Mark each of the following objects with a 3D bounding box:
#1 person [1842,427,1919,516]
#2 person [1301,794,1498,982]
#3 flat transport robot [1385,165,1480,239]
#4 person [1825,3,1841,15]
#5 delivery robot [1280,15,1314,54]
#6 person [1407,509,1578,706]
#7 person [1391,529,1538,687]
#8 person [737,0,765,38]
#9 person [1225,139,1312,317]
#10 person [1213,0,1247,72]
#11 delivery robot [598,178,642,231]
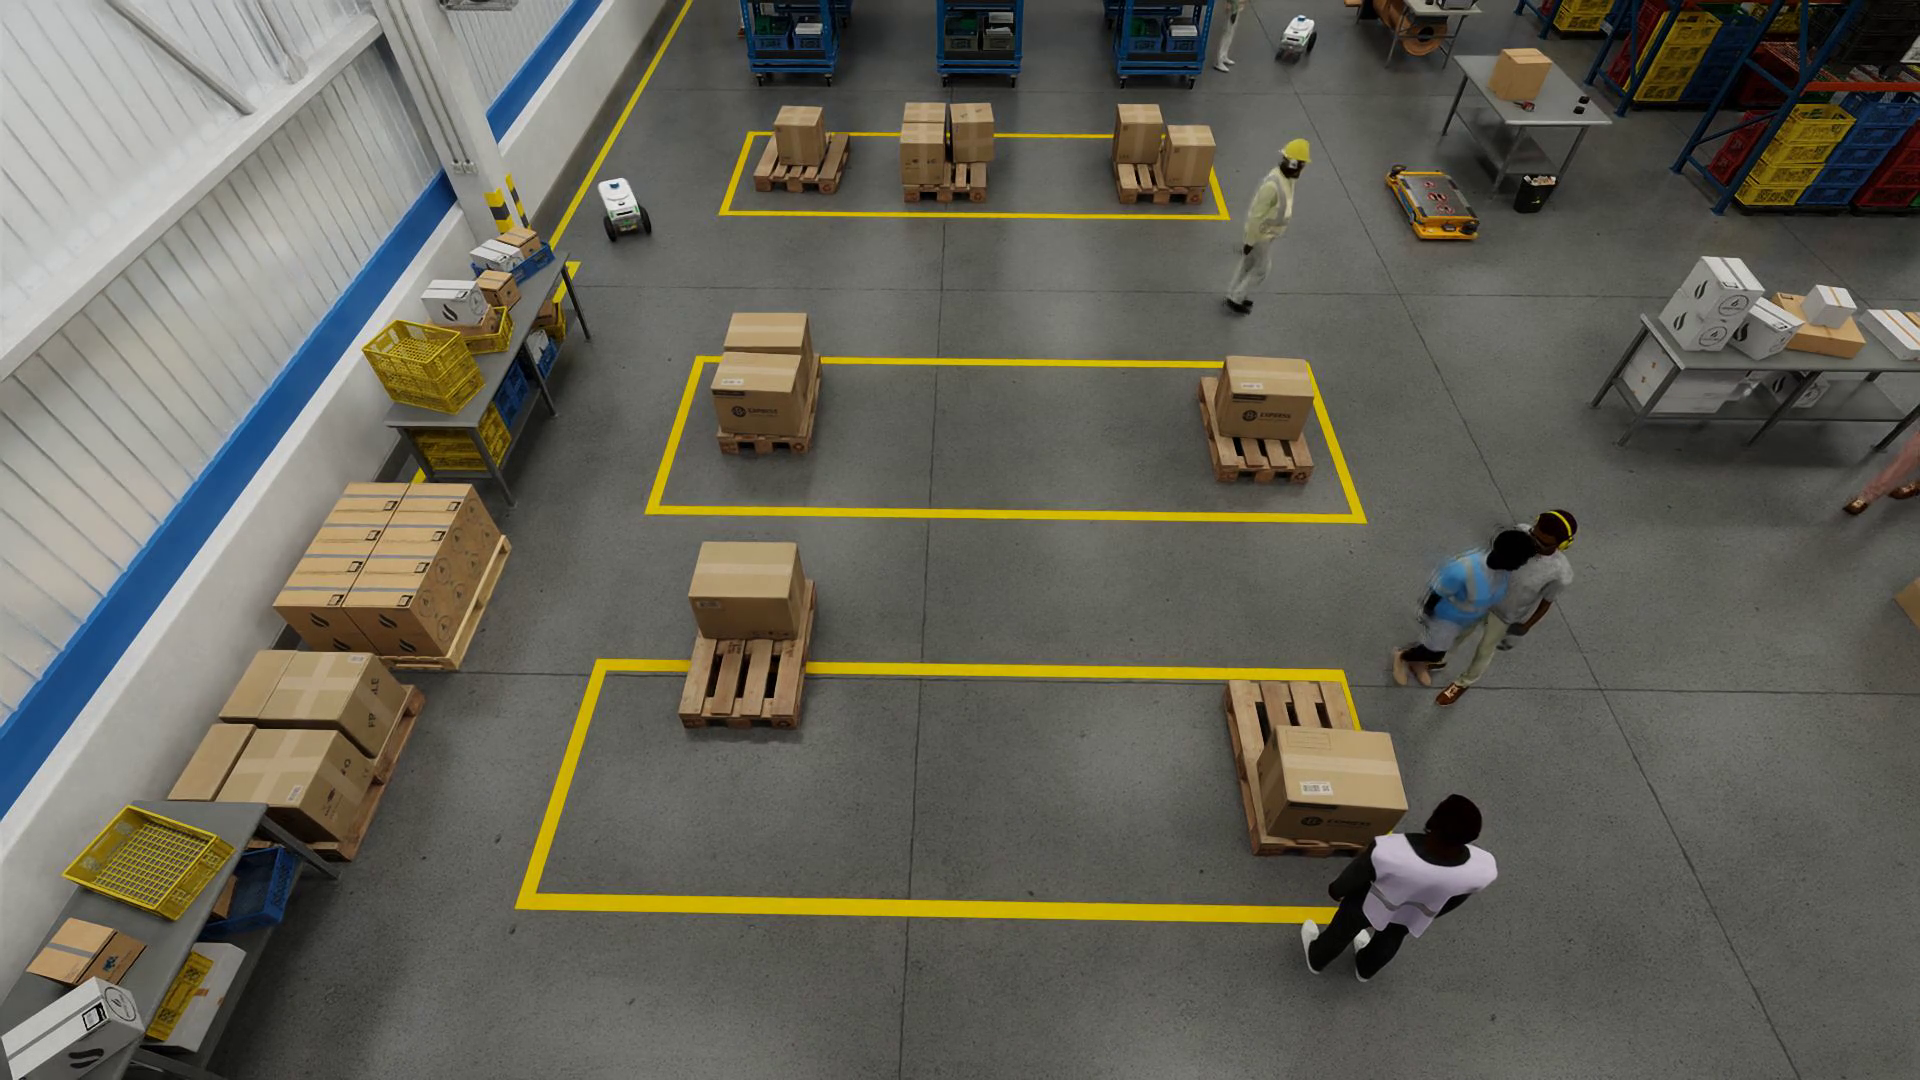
[{"bbox_3d":[7.982,-0.881,7.260,1.052,1.824,0.651,-18,52,-15],"label":"person"},{"bbox_3d":[2.266,1.890,4.805,0.592,1.910,0.384,7,49,6],"label":"person"},{"bbox_3d":[5.692,-4.094,11.059,0.652,0.197,1.431,1,49,1],"label":"flat transport robot"},{"bbox_3d":[12.657,-7.743,13.159,0.337,1.879,0.585,25,54,20],"label":"person"},{"bbox_3d":[5.135,-7.704,13.937,0.477,0.478,0.707,21,52,17],"label":"delivery robot"},{"bbox_3d":[3.549,0.453,6.078,0.329,1.865,0.509,-17,51,-14],"label":"person"},{"bbox_3d":[3.367,0.484,6.169,0.536,1.674,0.373,-12,50,-11],"label":"person"},{"bbox_3d":[-3.288,-8.734,13.945,0.610,1.993,0.380,10,50,9],"label":"person"},{"bbox_3d":[3.089,-3.115,9.215,0.469,1.794,0.612,19,52,16],"label":"person"},{"bbox_3d":[3.995,-7.727,13.305,0.312,1.637,0.523,18,51,15],"label":"person"},{"bbox_3d":[-3.977,-3.950,10.688,0.477,0.478,0.707,-20,52,-16],"label":"delivery robot"}]
